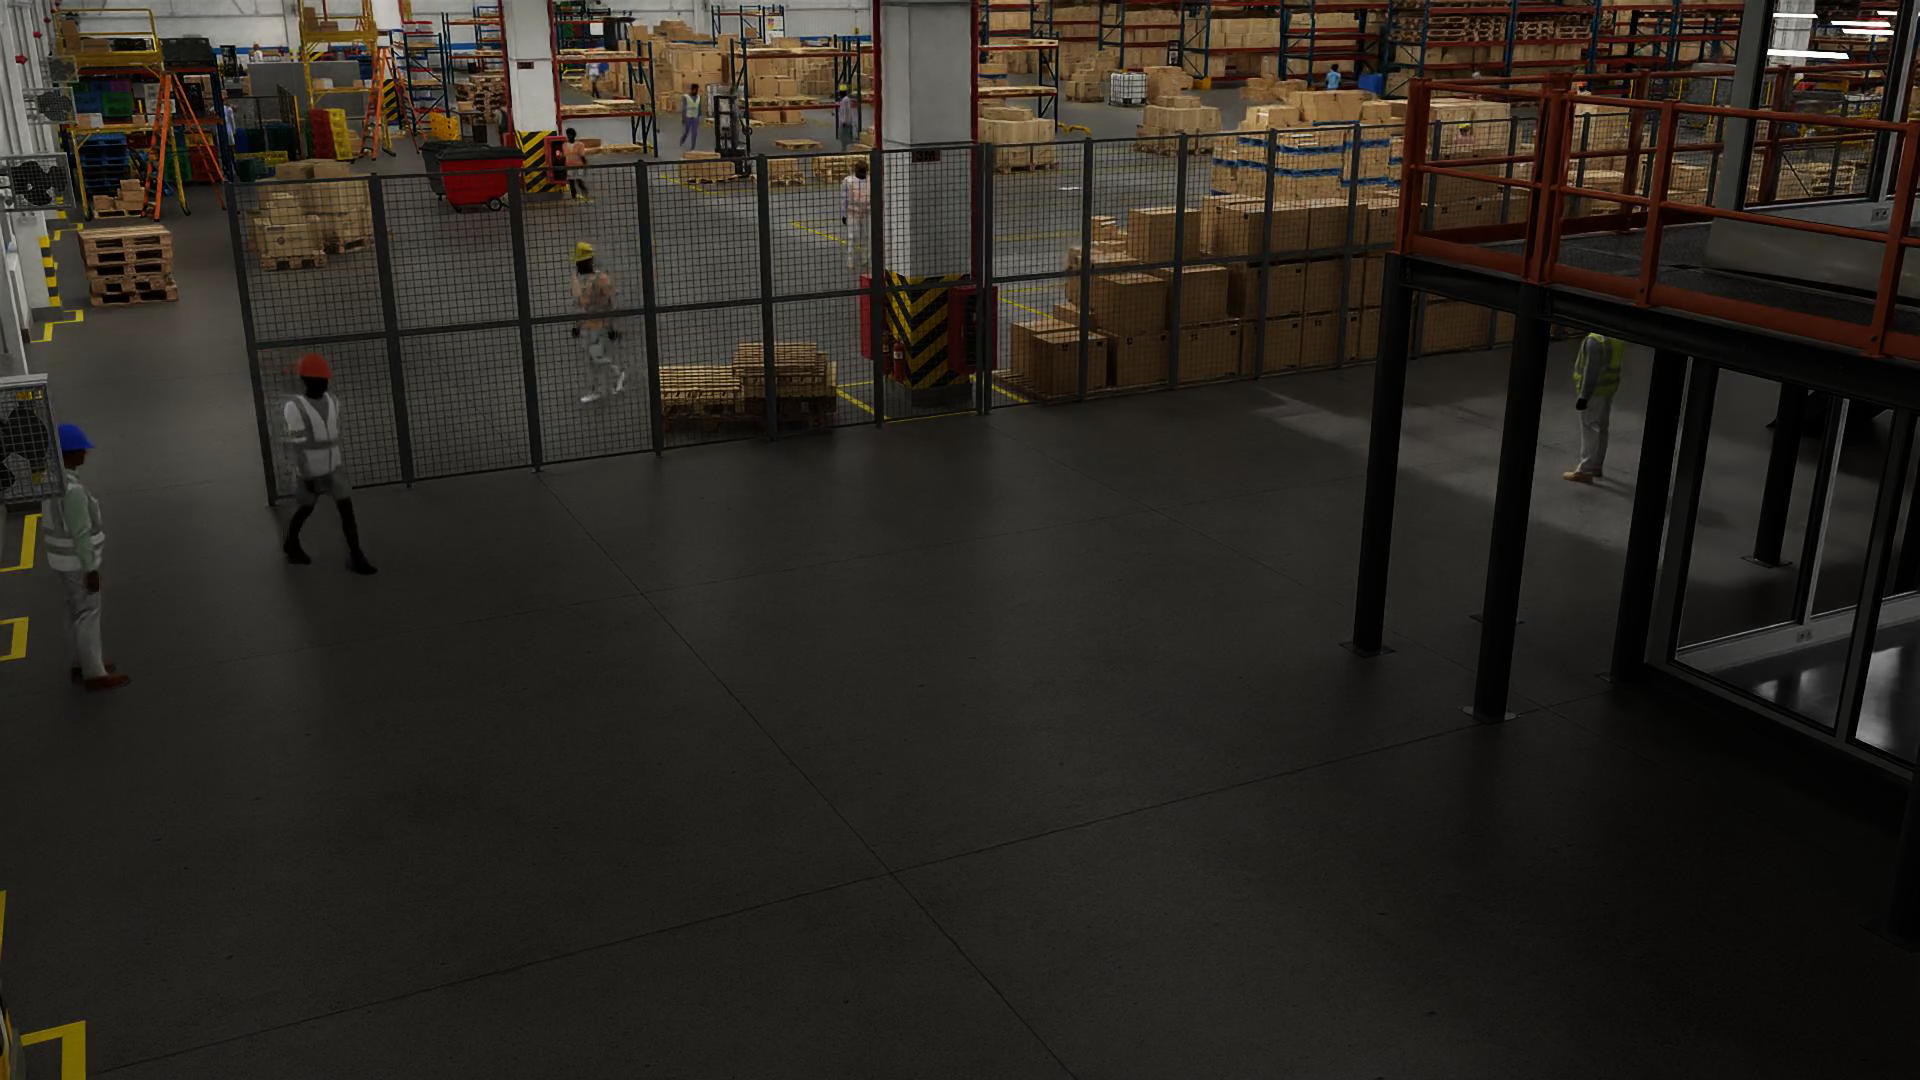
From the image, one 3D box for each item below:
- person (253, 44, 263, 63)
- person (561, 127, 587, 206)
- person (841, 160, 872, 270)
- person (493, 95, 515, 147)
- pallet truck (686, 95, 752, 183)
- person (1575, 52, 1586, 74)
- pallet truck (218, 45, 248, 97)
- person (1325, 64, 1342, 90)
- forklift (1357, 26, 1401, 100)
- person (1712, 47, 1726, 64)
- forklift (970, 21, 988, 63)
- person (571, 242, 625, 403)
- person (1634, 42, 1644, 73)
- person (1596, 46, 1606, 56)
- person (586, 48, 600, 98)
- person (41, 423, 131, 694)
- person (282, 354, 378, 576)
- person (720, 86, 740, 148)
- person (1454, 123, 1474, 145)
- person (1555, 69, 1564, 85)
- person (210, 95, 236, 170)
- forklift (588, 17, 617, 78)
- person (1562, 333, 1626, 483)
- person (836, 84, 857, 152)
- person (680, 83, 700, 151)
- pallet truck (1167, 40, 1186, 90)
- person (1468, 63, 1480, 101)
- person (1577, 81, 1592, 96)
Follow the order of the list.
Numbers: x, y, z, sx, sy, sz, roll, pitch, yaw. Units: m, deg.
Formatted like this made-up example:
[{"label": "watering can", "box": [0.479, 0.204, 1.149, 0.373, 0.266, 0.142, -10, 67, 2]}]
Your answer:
[{"label": "person", "box": [-29.193, -19.692, 69.258, 0.340, 1.882, 0.586, 0, 19, 1]}, {"label": "person", "box": [-8.264, -7.988, 35.632, 0.544, 1.680, 0.409, 3, 19, 9]}, {"label": "person", "box": [-1.687, -5.510, 28.230, 0.637, 1.839, 0.429, -5, 20, -15]}, {"label": "person", "box": [-11.574, -10.373, 42.313, 0.537, 1.835, 0.400, -10, 21, -26]}, {"label": "pallet truck", "box": [-5.836, -9.608, 39.856, 0.823, 1.965, 1.885, 10, 22, 27]}, {"label": "person", "box": [24.697, -18.518, 66.138, 0.535, 1.697, 0.318, 13, 23, 32]}, {"label": "pallet truck", "box": [-28.879, -18.665, 66.111, 0.823, 1.965, 1.885, -3, 19, -9]}, {"label": "person", "box": [13.279, -16.037, 59.002, 0.552, 1.652, 0.835, 10, 22, 28]}, {"label": "forklift", "box": [15.964, -17.795, 62.253, 1.873, 2.768, 1.129, -9, 21, -25]}, {"label": "person", "box": [30.596, -19.006, 67.309, 0.690, 1.864, 0.903, -11, 22, -29]}, {"label": "forklift", "box": [0.629, -19.506, 67.214, 1.129, 2.768, 1.873, -9, 21, -25]}, {"label": "person", "box": [-4.307, -2.565, 19.579, 0.585, 1.904, 0.531, 15, 24, 37]}, {"label": "person", "box": [31.461, -22.233, 77.002, 0.268, 1.630, 0.507, 3, 19, 10]}, {"label": "person", "box": [27.797, -20.684, 72.234, 0.637, 1.824, 0.588, -9, 21, -24]}, {"label": "person", "box": [-14.367, -18.330, 65.307, 0.551, 1.903, 0.877, -14, 23, -34]}, {"label": "person", "box": [-6.200, 0.121, 11.747, 0.430, 1.938, 0.624, -16, 25, -38]}, {"label": "person", "box": [-5.447, -0.651, 14.049, 0.971, 1.904, 0.537, 12, 22, 30]}, {"label": "person", "box": [-6.272, -11.398, 45.240, 1.027, 1.882, 0.644, 15, 24, 37]}, {"label": "person", "box": [10.890, -8.197, 36.116, 0.525, 1.769, 0.315, -8, 21, -22]}, {"label": "person", "box": [18.113, -13.350, 50.638, 0.691, 2.000, 0.980, 1, 19, 4]}, {"label": "person", "box": [-18.576, -10.303, 41.973, 0.542, 1.929, 0.379, -9, 21, -25]}, {"label": "forklift", "box": [-15.367, -21.487, 72.956, 1.873, 2.768, 1.129, -9, 21, -25]}, {"label": "person", "box": [6.312, -1.487, 16.549, 0.430, 1.845, 0.619, 18, 26, 41]}, {"label": "person", "box": [-3.109, -11.466, 45.374, 0.541, 1.907, 0.601, 0, 19, -1]}, {"label": "person", "box": [-7.481, -11.657, 45.969, 0.609, 1.879, 0.683, 17, 25, 40]}, {"label": "pallet truck", "box": [9.045, -19.971, 69.895, 0.823, 1.965, 1.885, -3, 19, -8]}, {"label": "person", "box": [17.480, -15.292, 56.617, 0.931, 1.802, 0.499, -1, 19, -2]}, {"label": "person", "box": [17.552, -12.086, 47.144, 0.543, 1.928, 0.372, 13, 23, 33]}]
